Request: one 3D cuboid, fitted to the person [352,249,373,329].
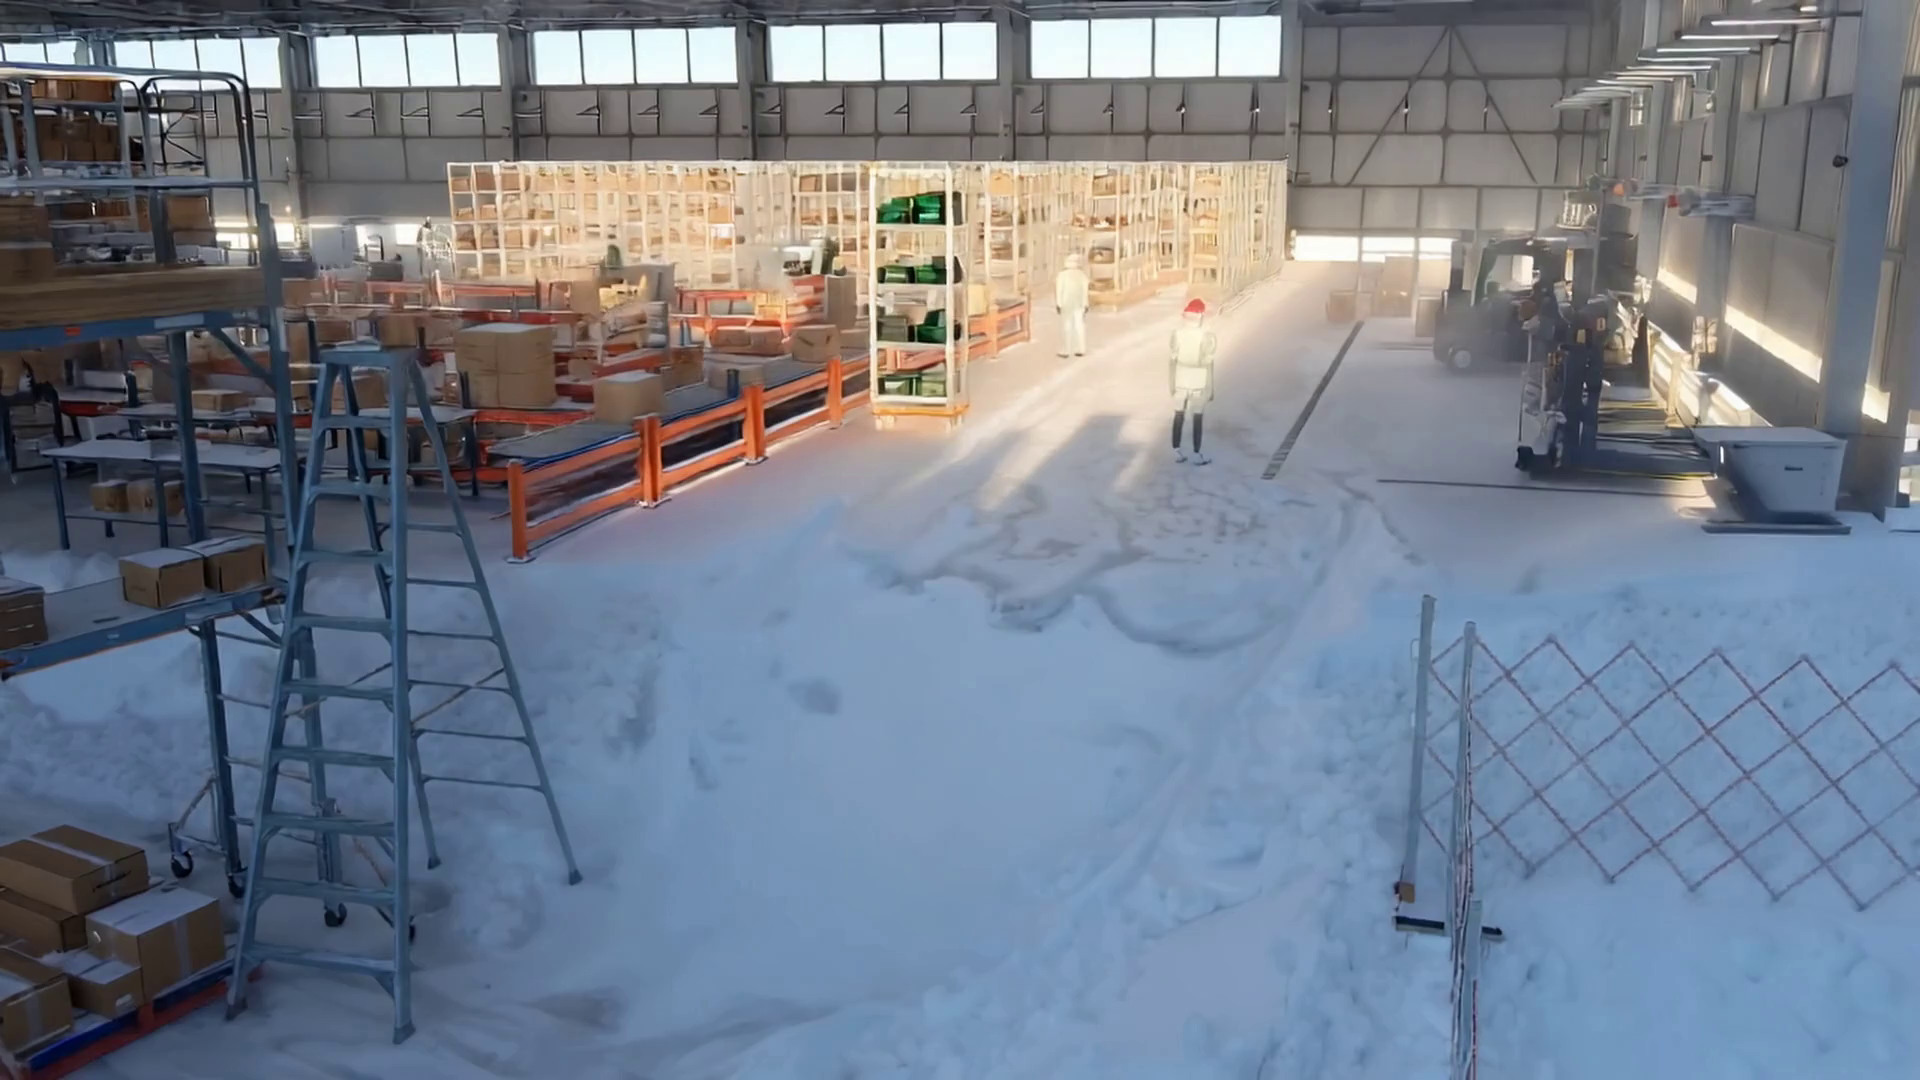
[{"bbox_3d":[-13.132,-5.496,36.470,0.387,1.750,0.540,1,13,3],"label":"person"}]

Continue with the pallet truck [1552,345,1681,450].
[{"bbox_3d":[8.641,-1.896,21.908,1.630,1.274,0.653,4,14,16],"label":"pallet truck"}]

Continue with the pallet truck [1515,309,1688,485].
[{"bbox_3d":[7.554,-1.677,19.446,1.885,1.965,0.823,3,13,14],"label":"pallet truck"}]

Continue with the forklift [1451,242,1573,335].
[{"bbox_3d":[10.464,-4.597,31.405,2.680,1.987,1.157,4,14,16],"label":"forklift"}]

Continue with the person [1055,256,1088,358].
[{"bbox_3d":[2.091,-4.398,31.408,0.641,1.904,0.401,-4,14,-18],"label":"person"}]

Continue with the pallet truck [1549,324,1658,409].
[{"bbox_3d":[9.824,-2.669,25.407,1.601,1.201,0.680,4,14,16],"label":"pallet truck"}]

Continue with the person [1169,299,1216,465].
[{"bbox_3d":[2.871,-1.947,20.538,0.608,2.034,0.406,8,15,32],"label":"person"}]

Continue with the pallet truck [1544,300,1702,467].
[{"bbox_3d":[8.263,-1.952,20.631,1.885,1.965,0.823,5,14,20],"label":"pallet truck"}]

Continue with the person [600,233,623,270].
[{"bbox_3d":[-8.483,-6.549,40.703,0.741,1.905,0.388,8,15,31],"label":"person"}]

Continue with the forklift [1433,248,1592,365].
[{"bbox_3d":[9.780,-4.111,29.280,2.680,1.987,1.157,3,13,14],"label":"forklift"}]

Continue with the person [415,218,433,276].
[{"bbox_3d":[-16.900,-9.250,52.556,0.405,1.819,0.593,9,16,35],"label":"person"}]

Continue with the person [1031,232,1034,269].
[{"bbox_3d":[2.005,-8.268,48.264,0.505,1.835,0.584,11,17,40],"label":"person"}]

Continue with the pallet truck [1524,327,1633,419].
[{"bbox_3d":[9.065,-2.460,24.370,1.522,1.261,0.704,3,13,14],"label":"pallet truck"}]
